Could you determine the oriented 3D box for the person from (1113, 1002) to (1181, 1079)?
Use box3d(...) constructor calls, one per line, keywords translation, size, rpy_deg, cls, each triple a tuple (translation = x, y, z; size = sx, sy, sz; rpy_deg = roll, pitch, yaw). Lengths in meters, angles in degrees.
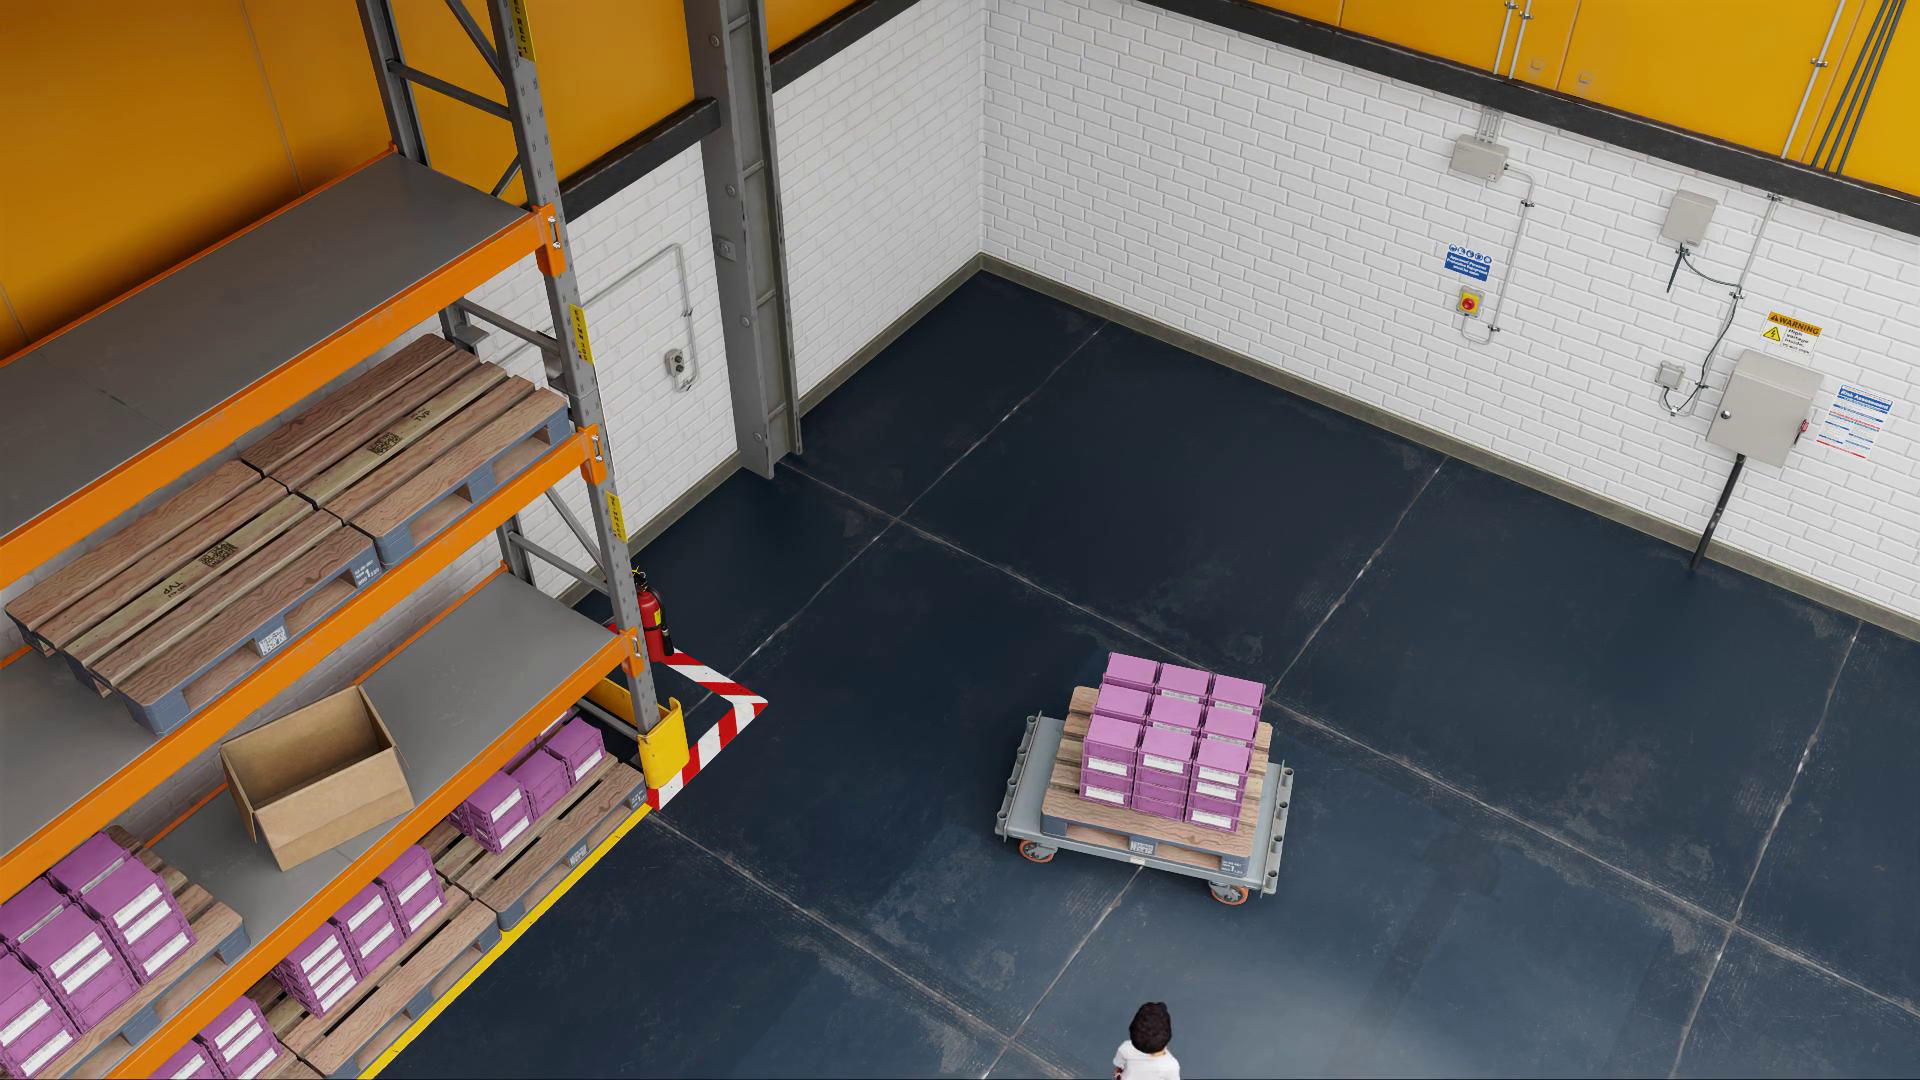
box3d(translation=(0.901, 2.726, 8.145), size=(0.564, 1.252, 0.607), rpy_deg=(15, 46, 16), cls="person")
